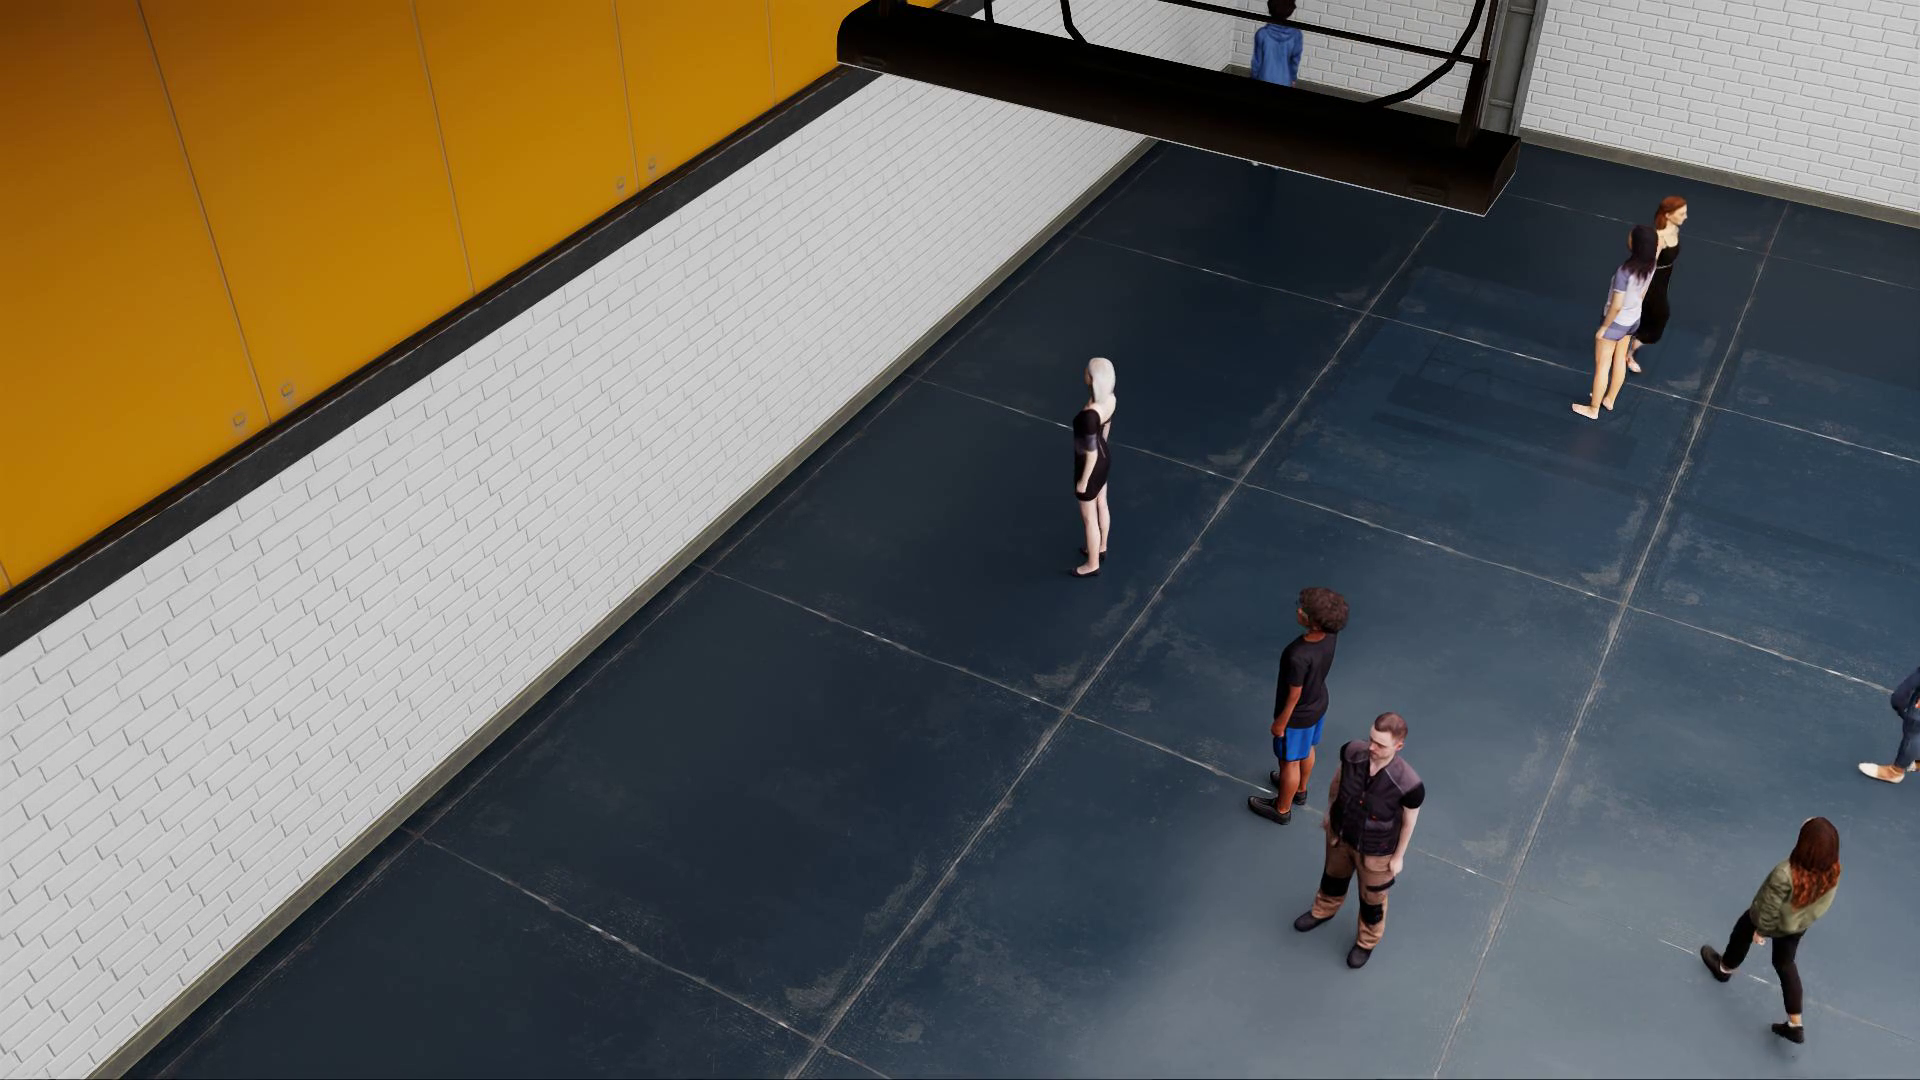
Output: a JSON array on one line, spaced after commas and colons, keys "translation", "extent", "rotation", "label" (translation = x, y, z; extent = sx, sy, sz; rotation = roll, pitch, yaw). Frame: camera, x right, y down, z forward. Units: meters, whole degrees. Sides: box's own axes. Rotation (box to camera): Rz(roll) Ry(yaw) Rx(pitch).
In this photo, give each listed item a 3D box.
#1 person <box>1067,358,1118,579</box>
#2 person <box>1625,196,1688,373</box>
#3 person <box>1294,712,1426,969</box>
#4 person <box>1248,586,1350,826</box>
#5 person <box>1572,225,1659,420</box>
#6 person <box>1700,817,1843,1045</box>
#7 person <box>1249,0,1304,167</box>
[{"translation": [0.951, -0.510, 11.820], "extent": [0.530, 1.830, 0.608], "rotation": [15, 41, 18], "label": "person"}, {"translation": [5.765, -2.184, 14.090], "extent": [0.678, 1.614, 0.634], "rotation": [27, 46, 30], "label": "person"}, {"translation": [2.245, 1.613, 9.154], "extent": [0.804, 1.840, 0.629], "rotation": [-31, 48, -33], "label": "person"}, {"translation": [2.050, 0.986, 9.968], "extent": [0.642, 1.804, 0.651], "rotation": [27, 46, 30], "label": "person"}, {"translation": [5.348, -1.771, 13.475], "extent": [0.656, 1.735, 0.648], "rotation": [-24, 44, -27], "label": "person"}, {"translation": [4.435, 2.084, 8.879], "extent": [0.988, 1.447, 1.053], "rotation": [-9, 39, -10], "label": "person"}, {"translation": [3.227, -4.742, 17.137], "extent": [0.685, 1.808, 0.817], "rotation": [0, 39, 0], "label": "person"}]
